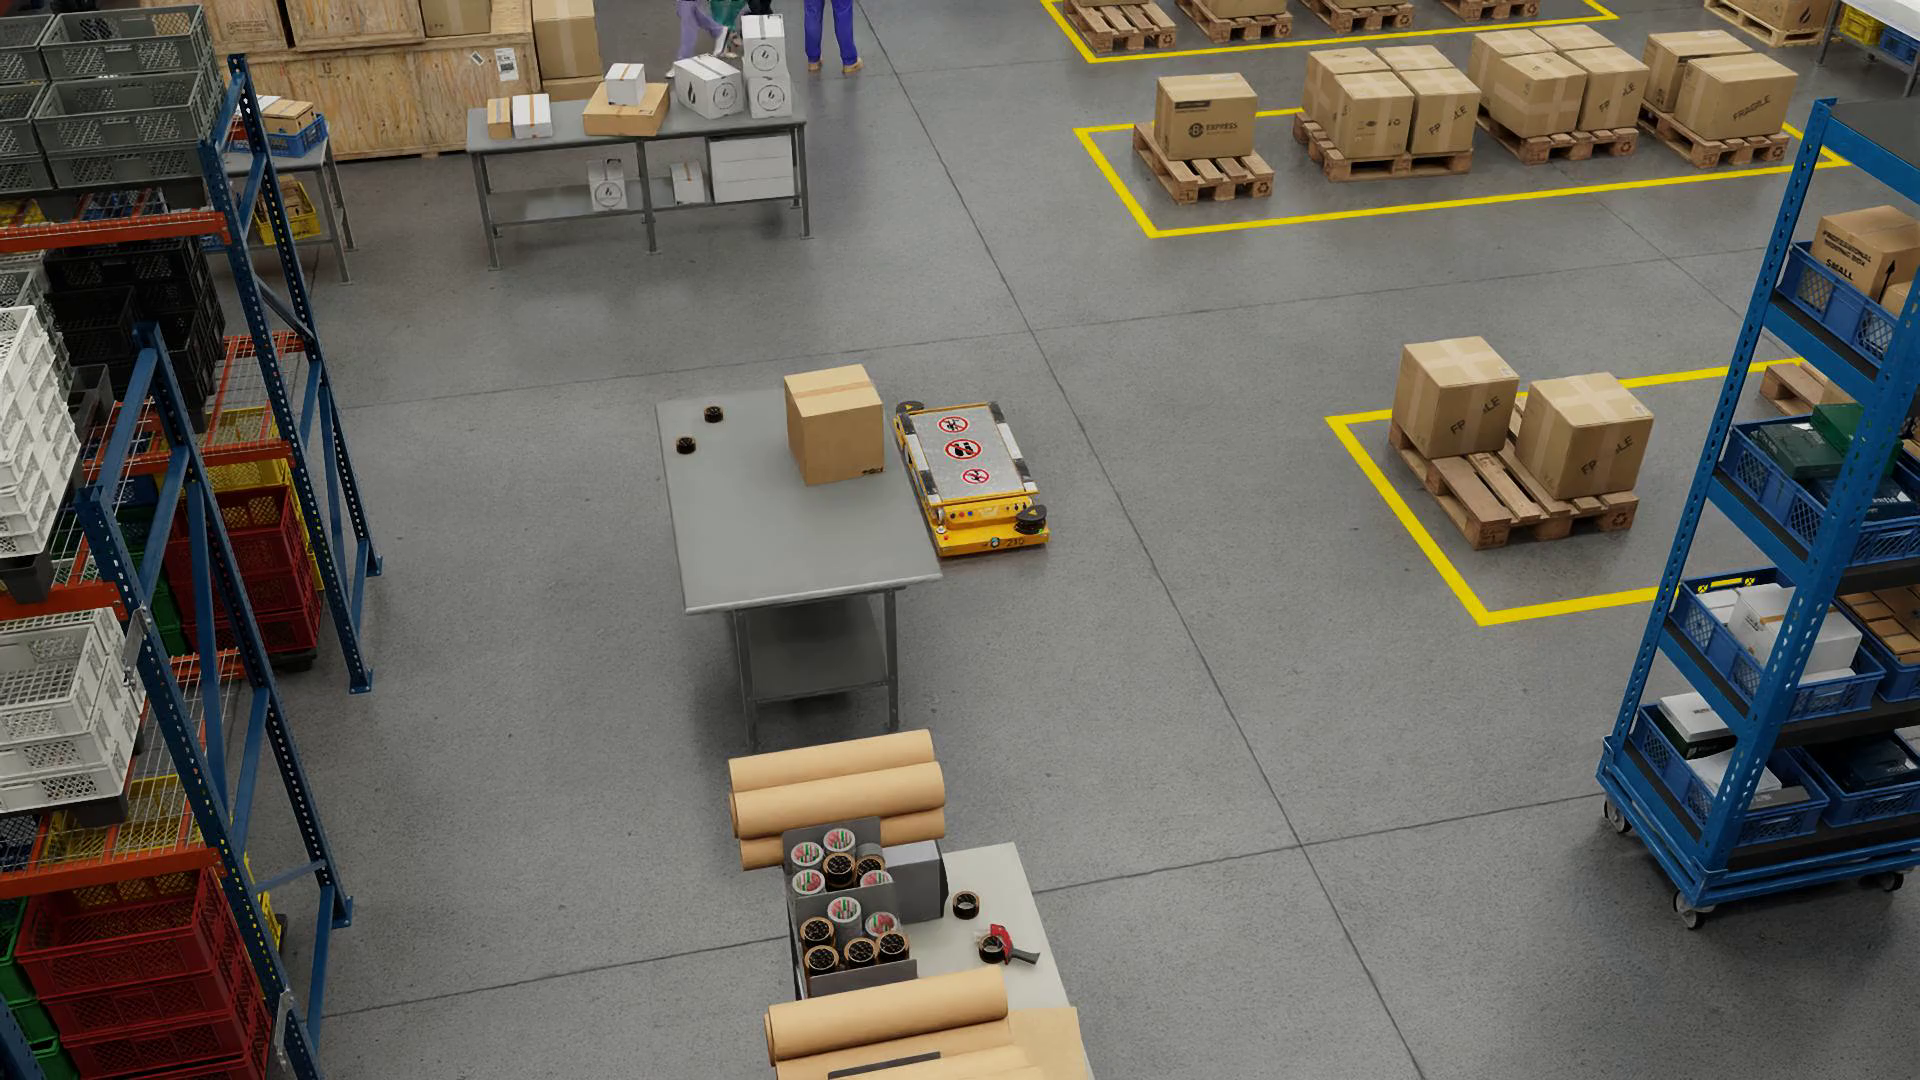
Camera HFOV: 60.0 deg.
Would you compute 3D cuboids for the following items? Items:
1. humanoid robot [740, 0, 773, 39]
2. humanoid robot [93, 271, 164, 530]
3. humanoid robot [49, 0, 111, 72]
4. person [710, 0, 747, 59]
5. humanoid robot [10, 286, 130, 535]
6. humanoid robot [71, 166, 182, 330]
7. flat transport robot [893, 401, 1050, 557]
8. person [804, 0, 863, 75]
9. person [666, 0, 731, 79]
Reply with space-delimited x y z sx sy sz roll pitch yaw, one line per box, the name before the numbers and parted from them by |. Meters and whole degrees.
humanoid robot | -1.692 -4.239 14.070 0.332 1.651 0.577 2 37 3
humanoid robot | -4.637 -0.755 9.388 0.570 1.651 0.322 -14 39 -18
humanoid robot | -7.231 -4.061 13.820 0.327 1.657 0.589 4 37 6
person | -2.217 -5.344 15.498 0.550 1.739 0.406 -30 46 -34
humanoid robot | -5.035 -0.758 9.392 0.372 1.649 0.562 -22 42 -26
humanoid robot | -5.470 -1.917 10.944 0.570 1.651 0.361 -27 45 -32
flat transport robot | 0.046 -0.430 10.108 0.652 0.197 1.431 -8 37 -10
person | -1.213 -5.294 15.186 0.678 2.000 0.537 8 37 11
person | -2.463 -5.224 15.215 0.769 1.893 0.610 -29 45 -33
